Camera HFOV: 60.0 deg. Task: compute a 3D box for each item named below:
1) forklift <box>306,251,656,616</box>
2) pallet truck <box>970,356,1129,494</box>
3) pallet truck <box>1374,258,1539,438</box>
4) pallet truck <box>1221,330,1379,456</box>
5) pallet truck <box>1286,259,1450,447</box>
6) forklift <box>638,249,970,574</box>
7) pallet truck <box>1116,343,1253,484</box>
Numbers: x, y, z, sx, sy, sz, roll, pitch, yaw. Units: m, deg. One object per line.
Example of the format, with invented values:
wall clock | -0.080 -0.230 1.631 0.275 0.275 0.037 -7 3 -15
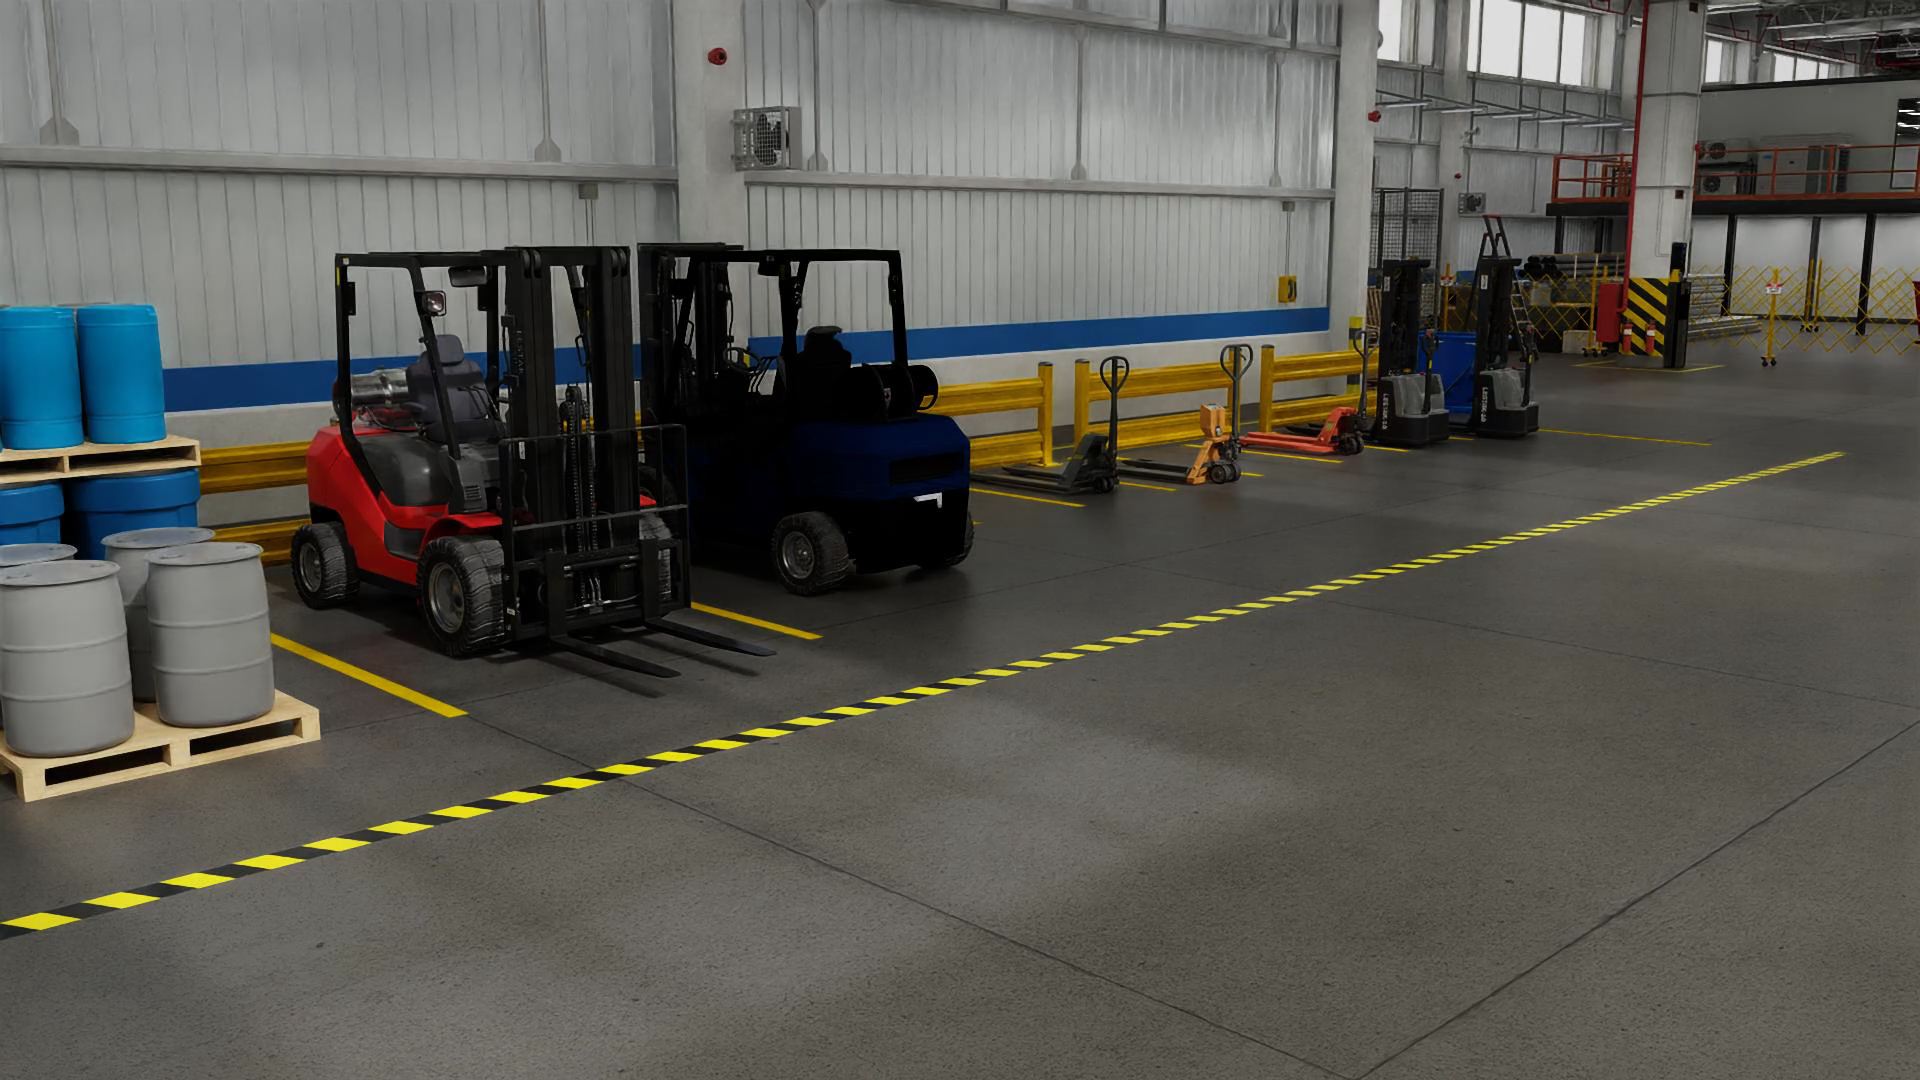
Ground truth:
forklift | -2.833 -0.669 9.694 1.157 1.987 2.680 -10 14 -44
pallet truck | 0.784 -1.085 14.876 0.680 1.201 1.601 -10 14 -44
pallet truck | 5.704 -2.208 18.901 1.885 1.965 0.823 10 14 43
pallet truck | 3.563 -1.581 17.381 0.653 1.274 1.630 -10 14 -44
pallet truck | 4.493 -2.078 18.196 0.823 1.965 1.885 -9 14 -40
forklift | -1.173 -0.958 11.239 2.680 1.987 1.157 10 14 43
pallet truck | 1.962 -1.215 15.415 1.522 1.261 0.704 10 14 43
